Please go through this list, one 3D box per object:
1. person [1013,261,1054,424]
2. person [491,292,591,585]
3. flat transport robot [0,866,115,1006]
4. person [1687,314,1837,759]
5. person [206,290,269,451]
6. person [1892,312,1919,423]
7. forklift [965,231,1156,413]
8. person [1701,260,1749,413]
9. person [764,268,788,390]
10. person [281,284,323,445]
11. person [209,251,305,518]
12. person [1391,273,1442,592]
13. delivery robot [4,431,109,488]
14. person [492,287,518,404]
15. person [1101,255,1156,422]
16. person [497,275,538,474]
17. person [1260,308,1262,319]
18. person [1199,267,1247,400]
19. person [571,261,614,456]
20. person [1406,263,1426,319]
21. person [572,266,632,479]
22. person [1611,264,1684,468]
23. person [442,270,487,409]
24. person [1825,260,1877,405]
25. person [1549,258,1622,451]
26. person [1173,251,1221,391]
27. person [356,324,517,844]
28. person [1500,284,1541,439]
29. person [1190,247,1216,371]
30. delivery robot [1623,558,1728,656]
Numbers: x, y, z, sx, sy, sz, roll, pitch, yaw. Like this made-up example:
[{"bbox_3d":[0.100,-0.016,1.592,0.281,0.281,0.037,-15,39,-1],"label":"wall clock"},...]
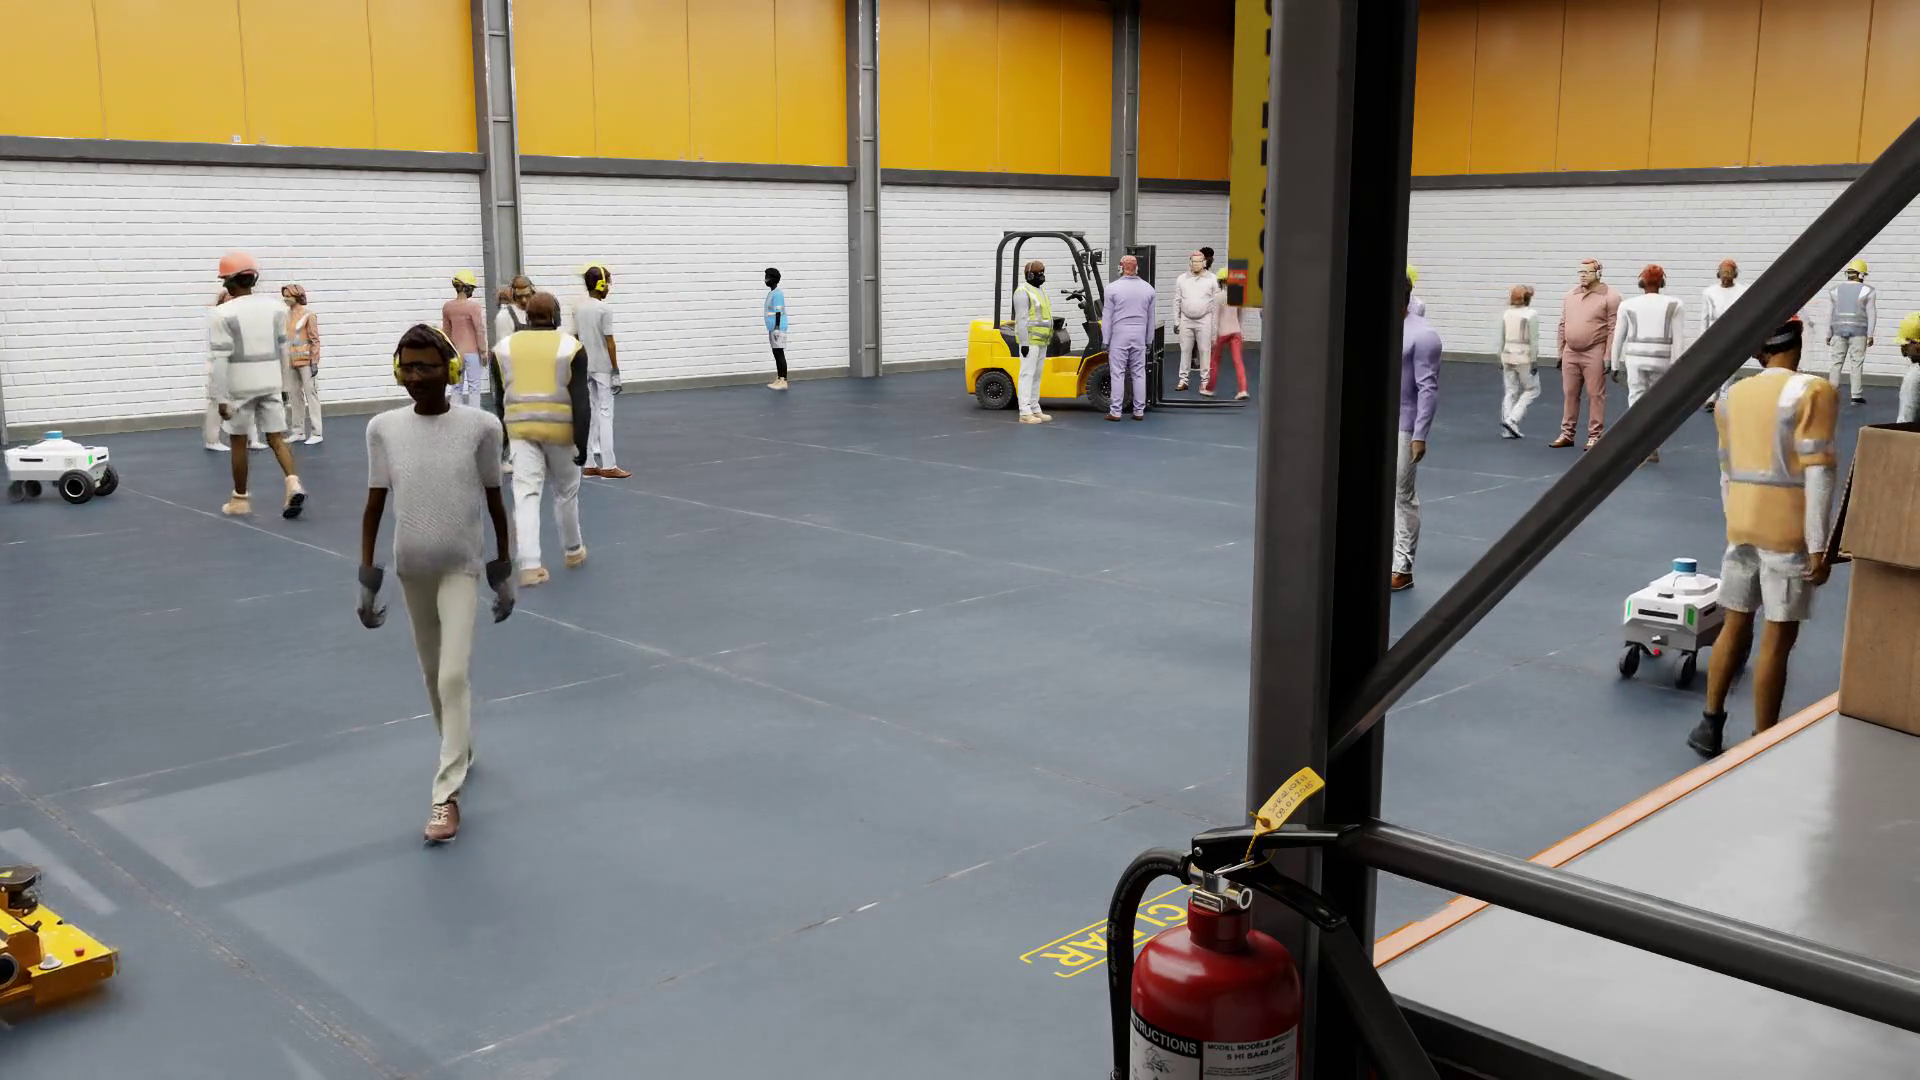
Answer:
[{"bbox_3d":[0.849,-2.254,18.981,0.429,1.843,0.632,5,11,25],"label":"person"},{"bbox_3d":[-2.603,-0.643,10.401,0.632,1.782,0.930,0,10,0],"label":"person"},{"bbox_3d":[-3.111,1.208,4.385,0.652,0.197,1.431,9,14,40],"label":"flat transport robot"},{"bbox_3d":[3.256,0.002,6.593,0.371,1.887,0.684,-3,11,-15],"label":"person"},{"bbox_3d":[-7.155,-1.645,16.310,0.751,1.585,0.529,2,11,10],"label":"person"},{"bbox_3d":[5.615,-0.464,9.618,0.747,1.704,0.304,-6,12,-31],"label":"person"},{"bbox_3d":[1.222,-2.721,20.561,2.313,2.155,1.214,2,11,13],"label":"forklift"},{"bbox_3d":[9.258,-2.455,20.134,0.579,1.818,1.019,5,12,25],"label":"person"},{"bbox_3d":[-2.555,-2.926,23.062,0.321,1.690,0.536,-3,11,-17],"label":"person"},{"bbox_3d":[-6.758,-1.794,17.023,0.525,1.639,0.307,5,12,26],"label":"person"},{"bbox_3d":[-5.297,-1.151,12.486,0.809,2.021,0.635,9,14,41],"label":"person"},{"bbox_3d":[2.583,-0.659,10.019,0.372,1.940,0.627,-7,12,-33],"label":"person"},{"bbox_3d":[-7.267,-0.635,13.385,0.707,0.478,0.477,0,10,-3],"label":"delivery robot"},{"bbox_3d":[-4.550,-1.757,16.891,0.496,1.615,0.404,5,12,27],"label":"person"},{"bbox_3d":[1.920,-2.312,19.148,0.644,1.903,0.401,-4,11,-20],"label":"person"},{"bbox_3d":[-3.877,-1.447,14.736,0.769,1.797,0.520,9,14,42],"label":"person"},{"bbox_3d":[5.344,-3.880,27.805,0.659,1.861,0.995,1,10,7],"label":"person"},{"bbox_3d":[3.483,-2.694,21.732,0.538,1.715,0.912,-5,11,-24],"label":"person"},{"bbox_3d":[-3.571,-1.728,15.993,0.602,1.880,0.601,-6,12,-28],"label":"person"},{"bbox_3d":[4.330,-1.862,16.796,0.613,1.871,0.942,-1,10,-6],"label":"person"},{"bbox_3d":[-3.170,-1.461,14.610,0.521,1.860,0.328,7,13,34],"label":"person"},{"bbox_3d":[6.393,-1.624,15.497,0.618,1.851,0.831,4,11,21],"label":"person"},{"bbox_3d":[-5.255,-1.983,17.731,0.524,1.760,0.326,5,11,24],"label":"person"},{"bbox_3d":[11.263,-2.620,21.029,0.404,1.821,0.587,-9,14,-41],"label":"person"},{"bbox_3d":[6.219,-1.843,16.561,0.407,1.908,0.641,-8,13,-39],"label":"person"},{"bbox_3d":[3.233,-2.988,22.801,0.652,1.908,0.409,4,11,19],"label":"person"},{"bbox_3d":[-1.940,0.114,6.140,0.536,1.821,0.957,0,10,1],"label":"person"},{"bbox_3d":[5.848,-1.856,17.376,0.360,1.623,0.547,-5,12,-26],"label":"person"},{"bbox_3d":[3.852,-3.652,26.318,0.392,1.951,0.616,10,14,43],"label":"person"},{"bbox_3d":[3.530,0.332,8.130,0.477,0.478,0.707,9,14,40],"label":"delivery robot"}]
